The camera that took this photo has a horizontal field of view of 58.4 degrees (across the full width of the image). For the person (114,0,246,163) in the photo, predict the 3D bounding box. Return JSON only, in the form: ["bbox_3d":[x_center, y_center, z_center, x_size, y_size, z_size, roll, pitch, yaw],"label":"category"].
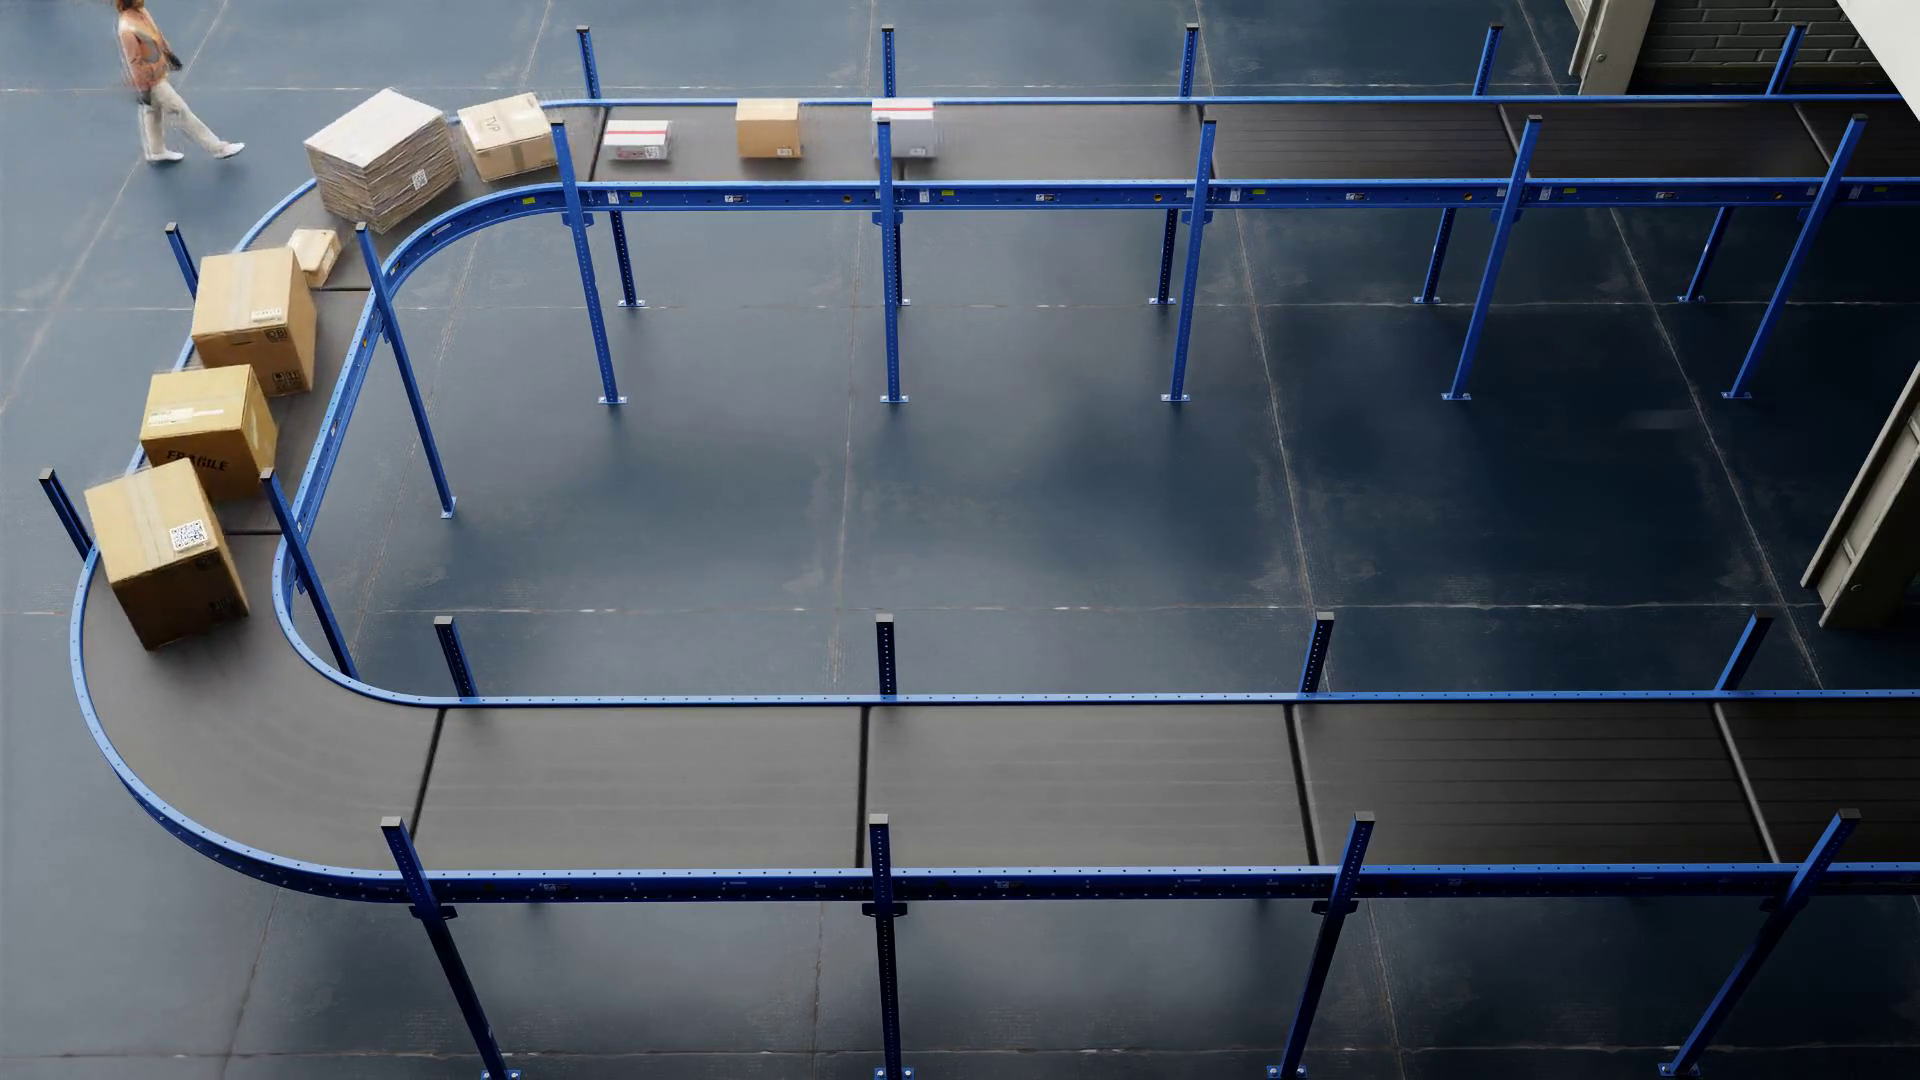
[{"bbox_3d":[-6.284,-3.704,13.631,0.825,1.594,0.546,-9,48,-8],"label":"person"}]
